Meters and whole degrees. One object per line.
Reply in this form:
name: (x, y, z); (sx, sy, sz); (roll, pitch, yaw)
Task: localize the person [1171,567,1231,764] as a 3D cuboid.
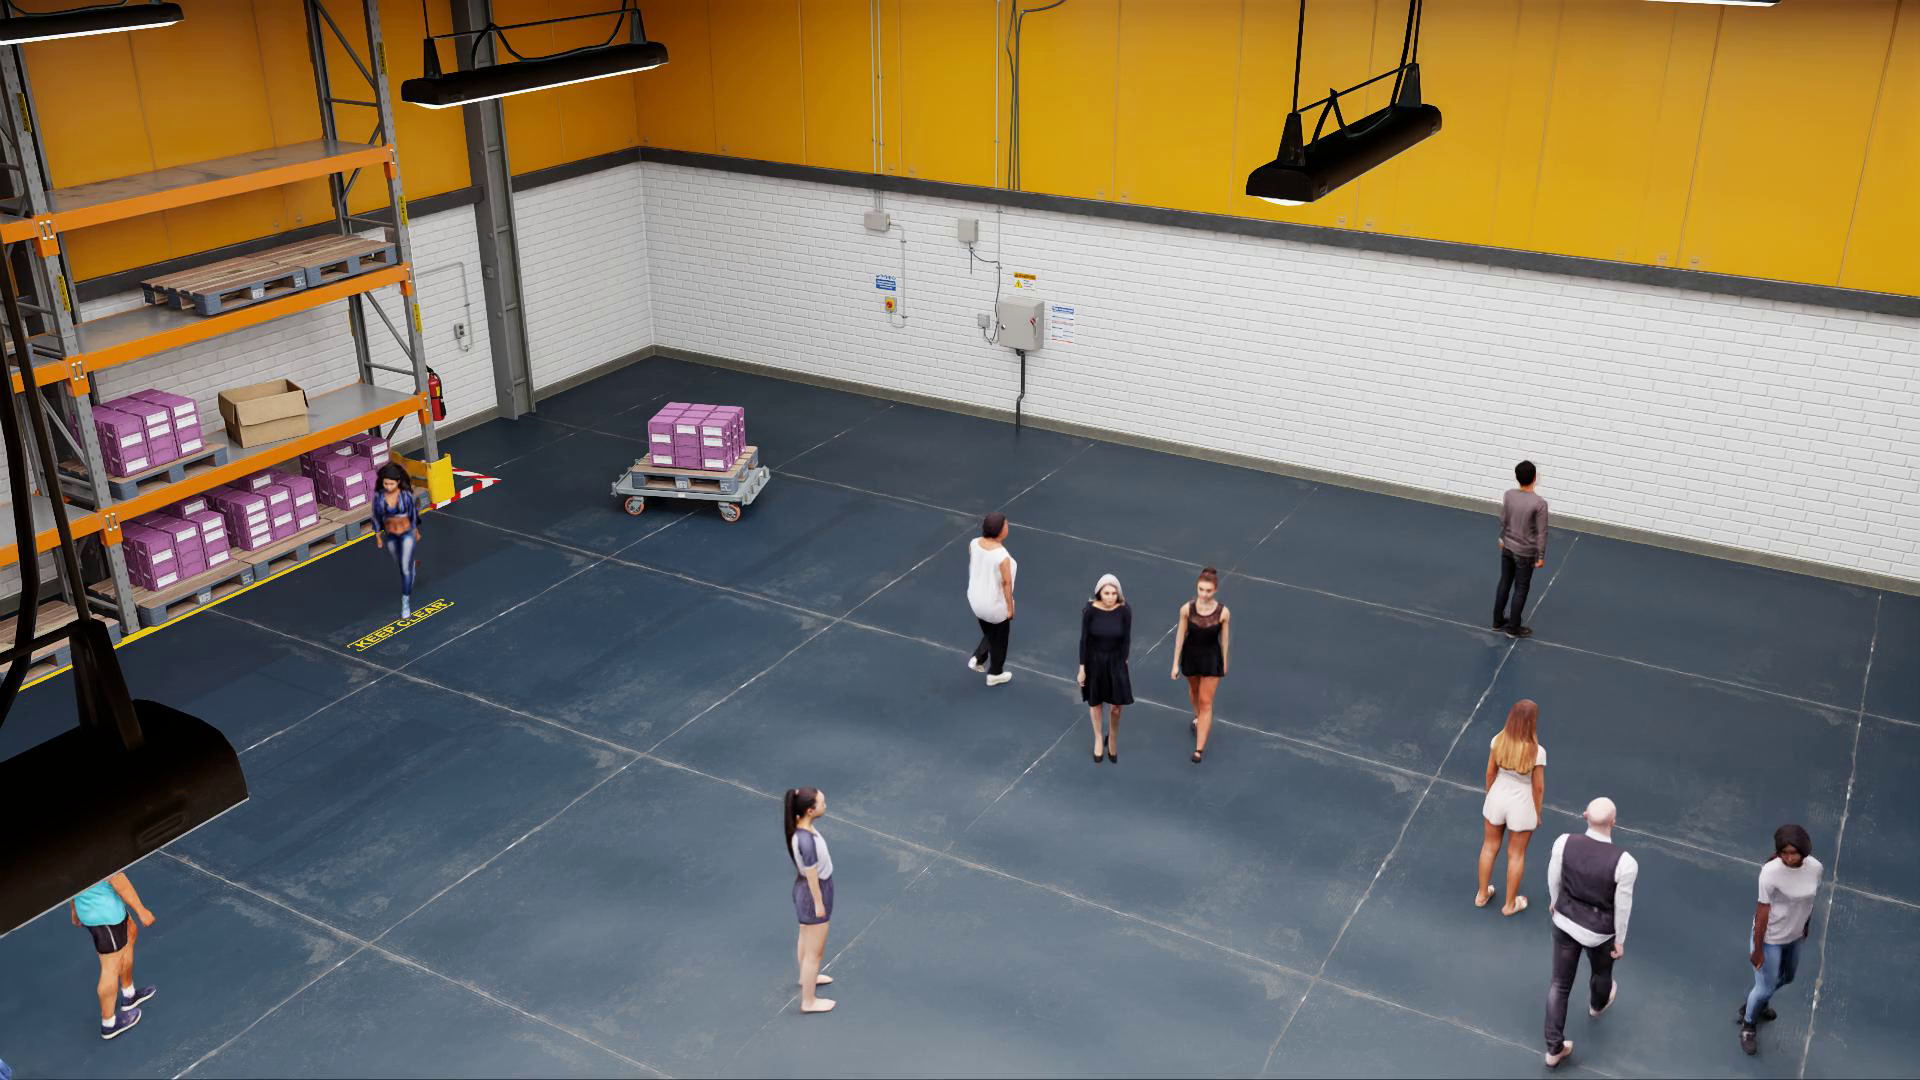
person: (2.055, 0.991, 14.068); (0.752, 1.627, 1.151); (7, 25, 16)

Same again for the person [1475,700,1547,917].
person: (3.939, 1.902, 11.898); (0.607, 1.696, 0.605); (19, 30, 36)

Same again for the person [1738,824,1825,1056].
person: (5.188, 2.502, 10.527); (0.820, 1.695, 0.896); (-13, 27, -26)

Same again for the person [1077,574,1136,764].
person: (1.182, 1.040, 13.820); (0.774, 1.737, 0.827); (1, 24, 2)

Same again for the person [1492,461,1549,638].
person: (5.356, 0.082, 15.973); (0.716, 1.767, 0.759); (-18, 29, -35)

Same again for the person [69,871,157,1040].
person: (-5.540, 2.436, 10.601); (0.646, 1.758, 0.695); (15, 28, 31)

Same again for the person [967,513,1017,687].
person: (0.248, 0.548, 15.022); (0.755, 1.674, 0.750); (-17, 29, -34)

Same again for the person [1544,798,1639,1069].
person: (3.867, 2.499, 10.425); (0.800, 1.782, 1.176); (18, 29, 35)

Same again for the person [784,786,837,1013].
person: (-1.002, 2.342, 10.952); (0.730, 1.648, 0.660); (-5, 24, -11)

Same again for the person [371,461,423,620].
person: (-5.547, -0.058, 16.529); (1.042, 1.579, 1.201); (-1, 24, -3)
